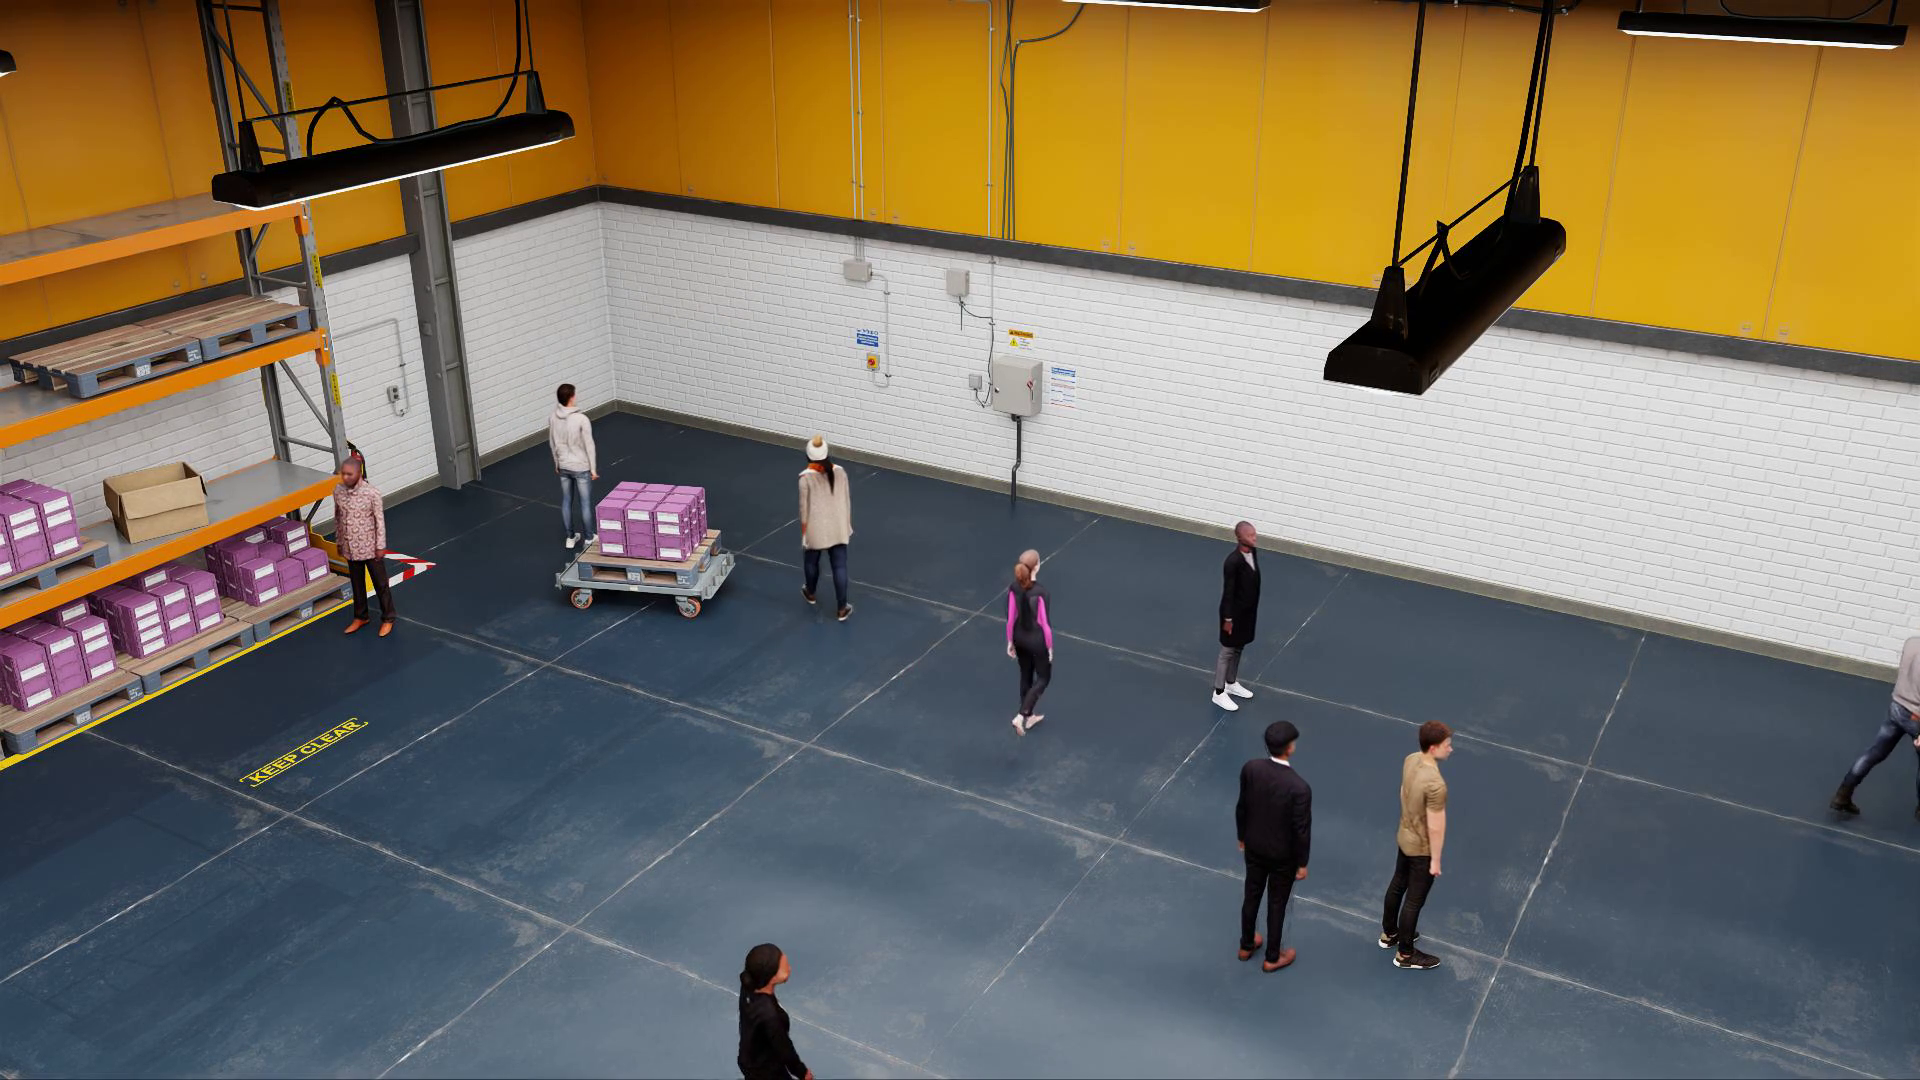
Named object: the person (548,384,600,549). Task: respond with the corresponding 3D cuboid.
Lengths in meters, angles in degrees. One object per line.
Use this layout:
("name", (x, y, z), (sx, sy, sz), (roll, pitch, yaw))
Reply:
("person", (-4.204, -0.799, 18.057), (0.718, 1.851, 0.660), (7, 25, 15))

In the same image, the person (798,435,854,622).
("person", (-1.322, -0.102, 16.466), (1.098, 1.849, 1.135), (-7, 25, -16))

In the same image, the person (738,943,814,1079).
("person", (-1.208, 3.058, 9.506), (1.145, 1.633, 1.046), (-9, 25, -19))

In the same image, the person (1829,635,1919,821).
("person", (7.357, 1.393, 13.022), (1.261, 1.868, 1.237), (-5, 24, -11))

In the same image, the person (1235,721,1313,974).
("person", (2.127, 2.095, 11.405), (0.741, 1.877, 0.617), (19, 30, 37))

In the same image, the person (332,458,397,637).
("person", (-5.813, 0.042, 16.185), (0.749, 1.810, 0.708), (5, 24, 11))

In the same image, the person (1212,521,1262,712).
("person", (2.477, 0.640, 14.878), (0.731, 1.761, 0.540), (18, 29, 35))

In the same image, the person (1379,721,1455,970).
("person", (3.161, 2.078, 11.479), (0.807, 1.849, 0.722), (-4, 24, -9))

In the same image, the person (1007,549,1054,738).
("person", (0.575, 0.922, 14.259), (0.554, 1.741, 0.858), (13, 27, 27))
